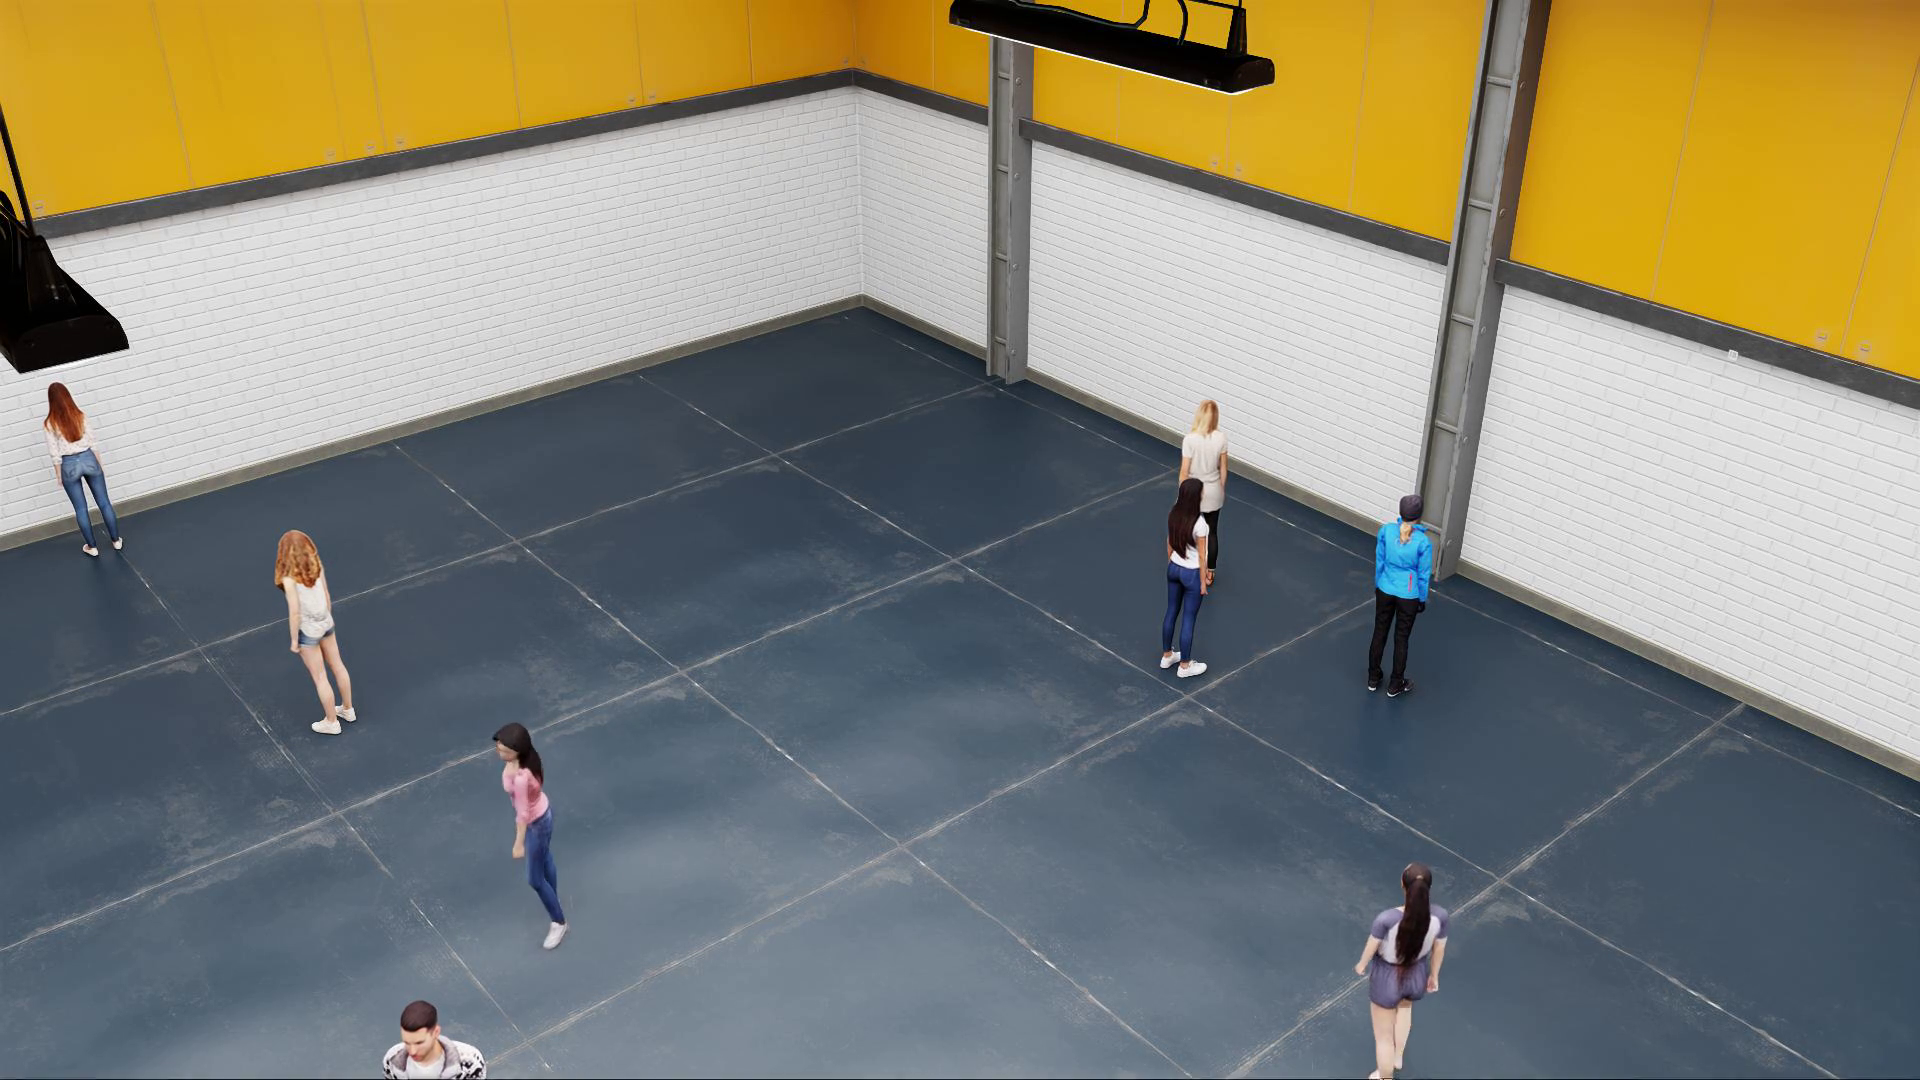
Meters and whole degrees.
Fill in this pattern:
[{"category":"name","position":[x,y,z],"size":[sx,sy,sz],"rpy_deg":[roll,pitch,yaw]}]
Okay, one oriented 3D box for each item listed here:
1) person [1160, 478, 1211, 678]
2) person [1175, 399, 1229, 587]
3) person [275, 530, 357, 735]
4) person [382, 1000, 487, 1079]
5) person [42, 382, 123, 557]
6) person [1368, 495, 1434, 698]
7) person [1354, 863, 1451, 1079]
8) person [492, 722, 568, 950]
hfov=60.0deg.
[{"category":"person","position":[1.849,0.298,13.666],"size":[0.665,1.774,0.480],"rpy_deg":[-18,34,-30]},{"category":"person","position":[2.167,-0.408,14.905],"size":[0.692,1.825,0.691],"rpy_deg":[-5,29,-10]},{"category":"person","position":[-4.997,0.712,12.922],"size":[0.646,1.759,0.646],"rpy_deg":[12,31,21]},{"category":"person","position":[-2.635,3.064,8.503],"size":[0.764,1.862,0.798],"rpy_deg":[0,29,-1]},{"category":"person","position":[-8.193,-0.668,15.483],"size":[0.580,1.728,0.510],"rpy_deg":[-19,34,-31]},{"category":"person","position":[3.527,0.440,13.380],"size":[0.527,1.797,0.716],"rpy_deg":[21,35,33]},{"category":"person","position":[2.568,2.596,9.593],"size":[0.735,1.638,0.783],"rpy_deg":[-5,29,-10]},{"category":"person","position":[-2.779,1.827,10.913],"size":[0.864,1.725,0.652],"rpy_deg":[-1,29,-1]}]
